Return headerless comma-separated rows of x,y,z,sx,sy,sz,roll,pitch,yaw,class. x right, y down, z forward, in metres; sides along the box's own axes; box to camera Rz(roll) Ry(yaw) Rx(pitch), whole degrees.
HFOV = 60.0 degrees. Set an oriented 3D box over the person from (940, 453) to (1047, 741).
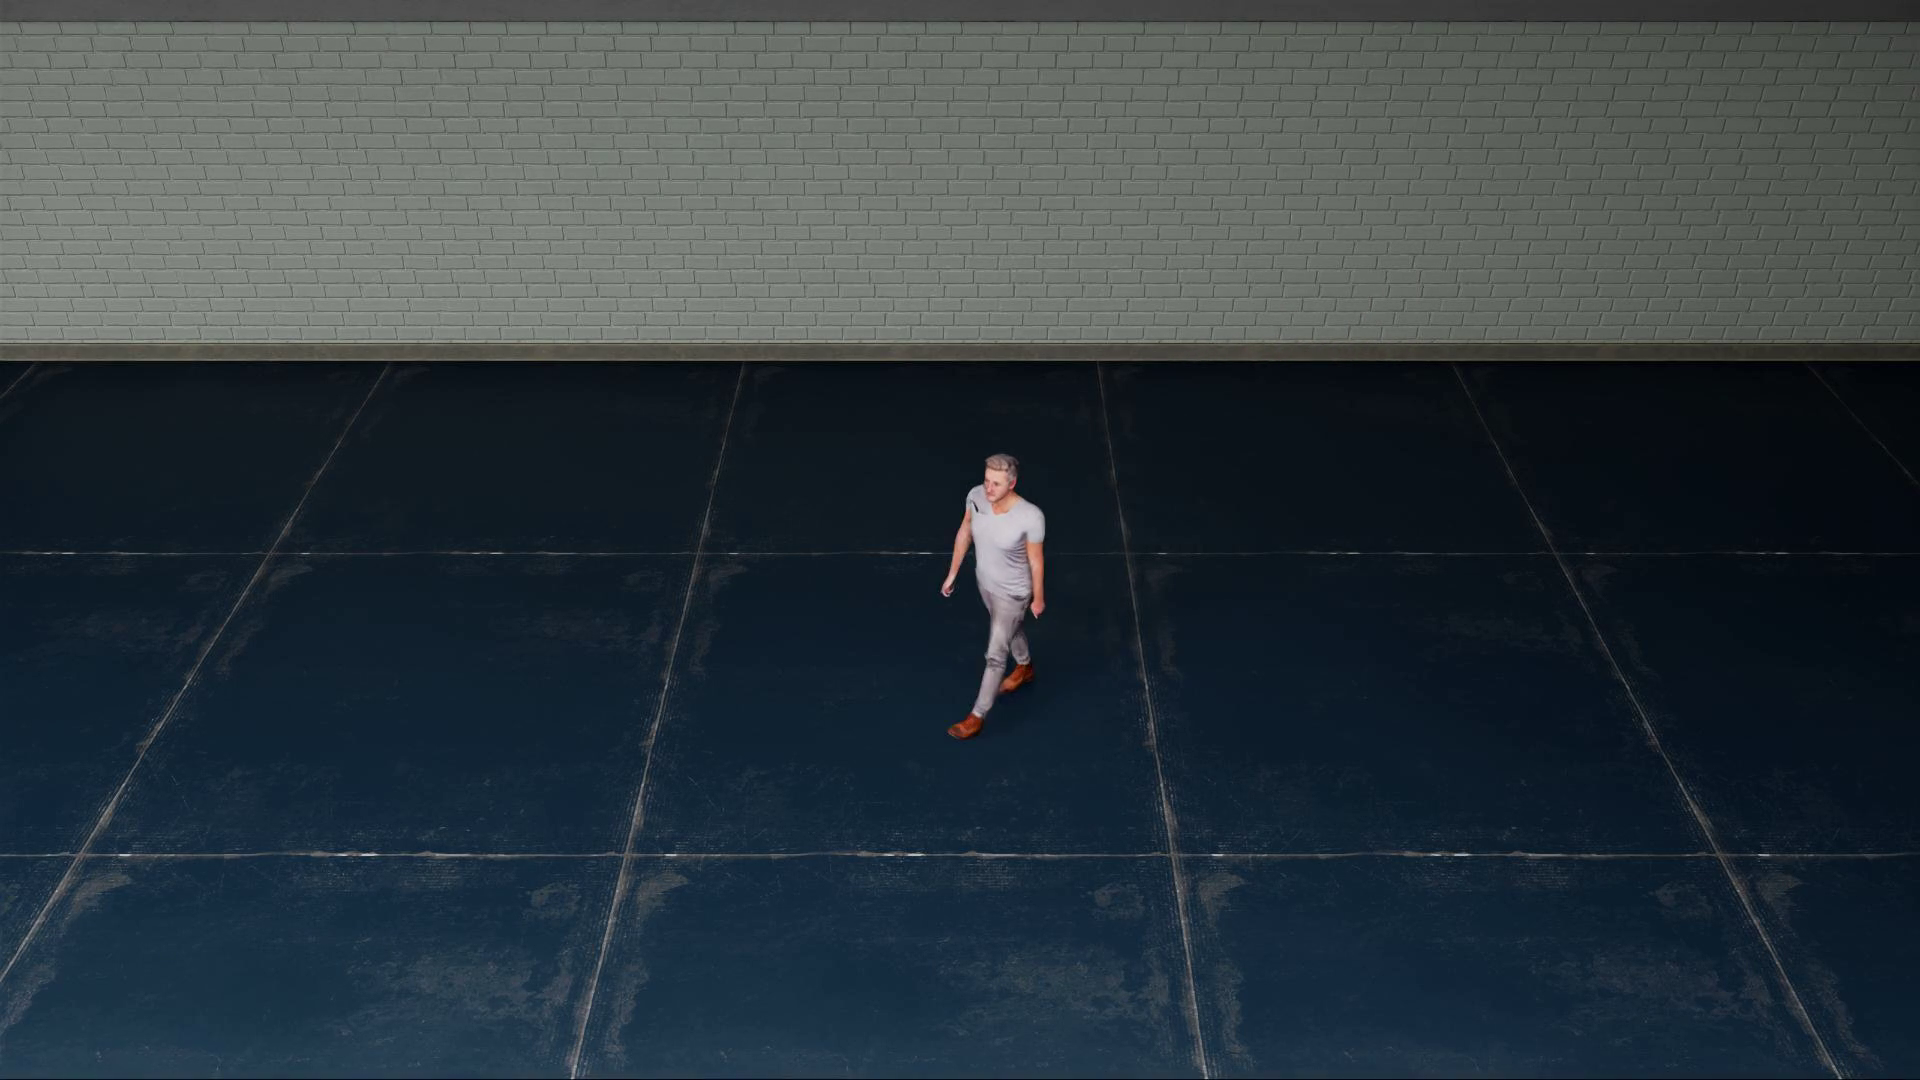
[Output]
0.316,0.236,9.779,1.238,1.781,1.181,-28,42,-36,person
